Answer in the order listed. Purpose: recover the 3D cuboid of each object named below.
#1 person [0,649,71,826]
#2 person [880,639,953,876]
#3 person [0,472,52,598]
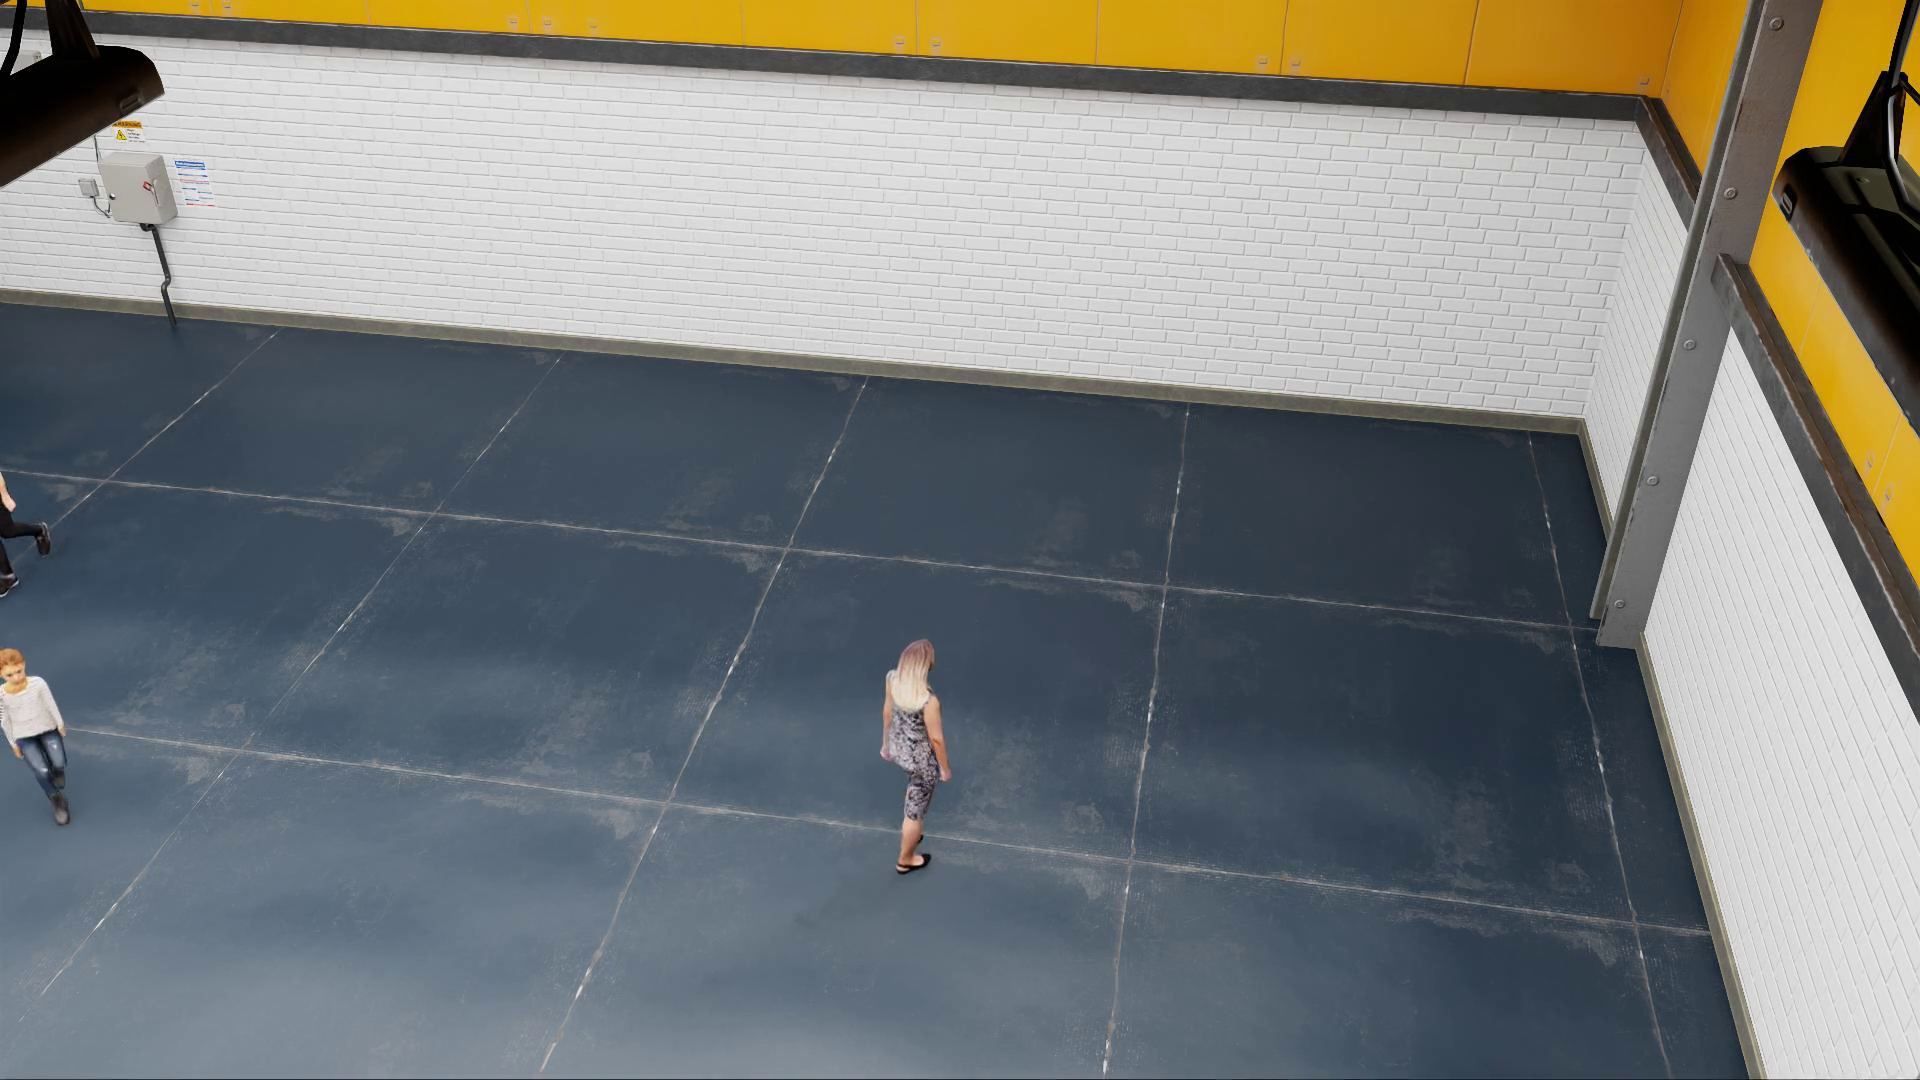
[{"bbox_3d":[-5.777,1.174,10.377,0.683,1.302,0.756,-18,38,-25],"label":"person"},{"bbox_3d":[-0.347,1.333,9.792,0.785,1.685,0.734,-27,42,-34],"label":"person"},{"bbox_3d":[-7.249,-0.387,12.431,0.575,1.628,0.875,4,34,6],"label":"person"}]
